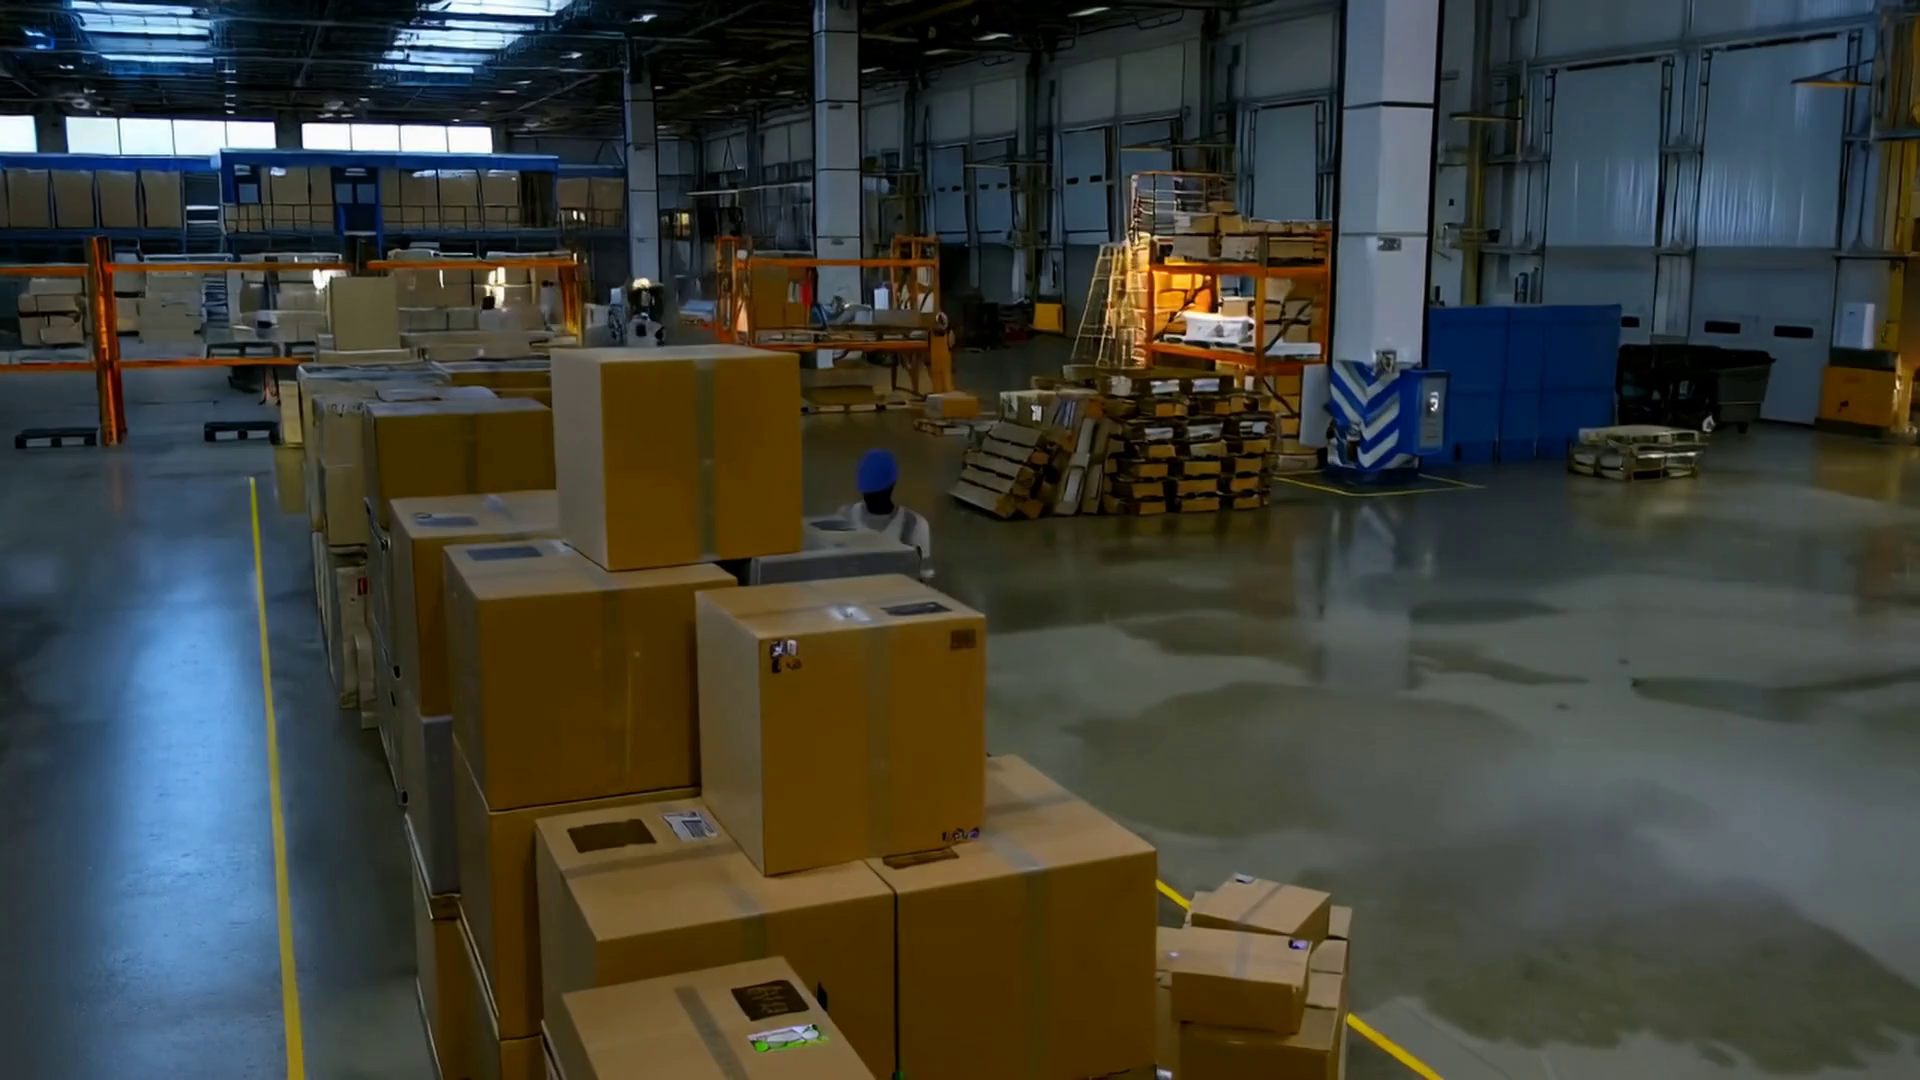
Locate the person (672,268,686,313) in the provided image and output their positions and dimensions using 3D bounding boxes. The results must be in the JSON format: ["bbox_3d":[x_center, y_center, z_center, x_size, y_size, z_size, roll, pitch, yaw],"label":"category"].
[{"bbox_3d":[-11.201,-9.940,66.355,0.635,1.830,0.449,5,11,25],"label":"person"}]

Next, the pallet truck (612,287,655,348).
[{"bbox_3d":[-6.464,-4.406,35.401,0.823,1.965,1.885,6,12,32],"label":"pallet truck"}]

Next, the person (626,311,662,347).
[{"bbox_3d":[-4.709,-2.436,24.740,0.594,1.924,0.384,3,11,18],"label":"person"}]

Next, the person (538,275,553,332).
[{"bbox_3d":[-12.407,-6.963,49.723,0.477,1.909,0.629,3,11,15],"label":"person"}]

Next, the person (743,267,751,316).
[{"bbox_3d":[-8.202,-9.580,64.083,0.375,1.935,0.551,-1,10,-4],"label":"person"}]

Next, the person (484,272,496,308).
[{"bbox_3d":[-14.878,-7.529,52.779,0.372,1.940,0.632,-1,10,-6],"label":"person"}]

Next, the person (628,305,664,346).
[{"bbox_3d":[-5.384,-3.109,28.651,0.631,1.864,0.988,-2,10,-9],"label":"person"}]

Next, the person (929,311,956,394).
[{"bbox_3d":[-0.298,-2.914,27.749,0.524,1.799,0.951,5,11,26],"label":"person"}]

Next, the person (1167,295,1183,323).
[{"bbox_3d":[4.242,-3.826,32.446,0.629,1.913,0.583,-2,10,-10],"label":"person"}]

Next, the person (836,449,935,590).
[{"bbox_3d":[-0.355,0.425,9.121,0.739,1.892,0.544,3,11,18],"label":"person"}]

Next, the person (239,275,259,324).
[{"bbox_3d":[-19.576,-6.285,45.766,0.393,1.992,0.622,5,11,26],"label":"person"}]

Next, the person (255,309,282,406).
[{"bbox_3d":[-12.442,-3.281,29.902,0.489,1.743,0.321,1,10,7],"label":"person"}]

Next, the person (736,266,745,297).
[{"bbox_3d":[-9.966,-11.557,74.815,0.612,1.997,0.376,-1,10,-6],"label":"person"}]

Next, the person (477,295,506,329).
[{"bbox_3d":[-8.955,-3.737,31.911,0.494,1.925,0.657,7,13,36],"label":"person"}]

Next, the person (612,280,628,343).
[{"bbox_3d":[-9.768,-6.528,47.711,0.441,1.819,0.755,-6,12,-31],"label":"person"}]
